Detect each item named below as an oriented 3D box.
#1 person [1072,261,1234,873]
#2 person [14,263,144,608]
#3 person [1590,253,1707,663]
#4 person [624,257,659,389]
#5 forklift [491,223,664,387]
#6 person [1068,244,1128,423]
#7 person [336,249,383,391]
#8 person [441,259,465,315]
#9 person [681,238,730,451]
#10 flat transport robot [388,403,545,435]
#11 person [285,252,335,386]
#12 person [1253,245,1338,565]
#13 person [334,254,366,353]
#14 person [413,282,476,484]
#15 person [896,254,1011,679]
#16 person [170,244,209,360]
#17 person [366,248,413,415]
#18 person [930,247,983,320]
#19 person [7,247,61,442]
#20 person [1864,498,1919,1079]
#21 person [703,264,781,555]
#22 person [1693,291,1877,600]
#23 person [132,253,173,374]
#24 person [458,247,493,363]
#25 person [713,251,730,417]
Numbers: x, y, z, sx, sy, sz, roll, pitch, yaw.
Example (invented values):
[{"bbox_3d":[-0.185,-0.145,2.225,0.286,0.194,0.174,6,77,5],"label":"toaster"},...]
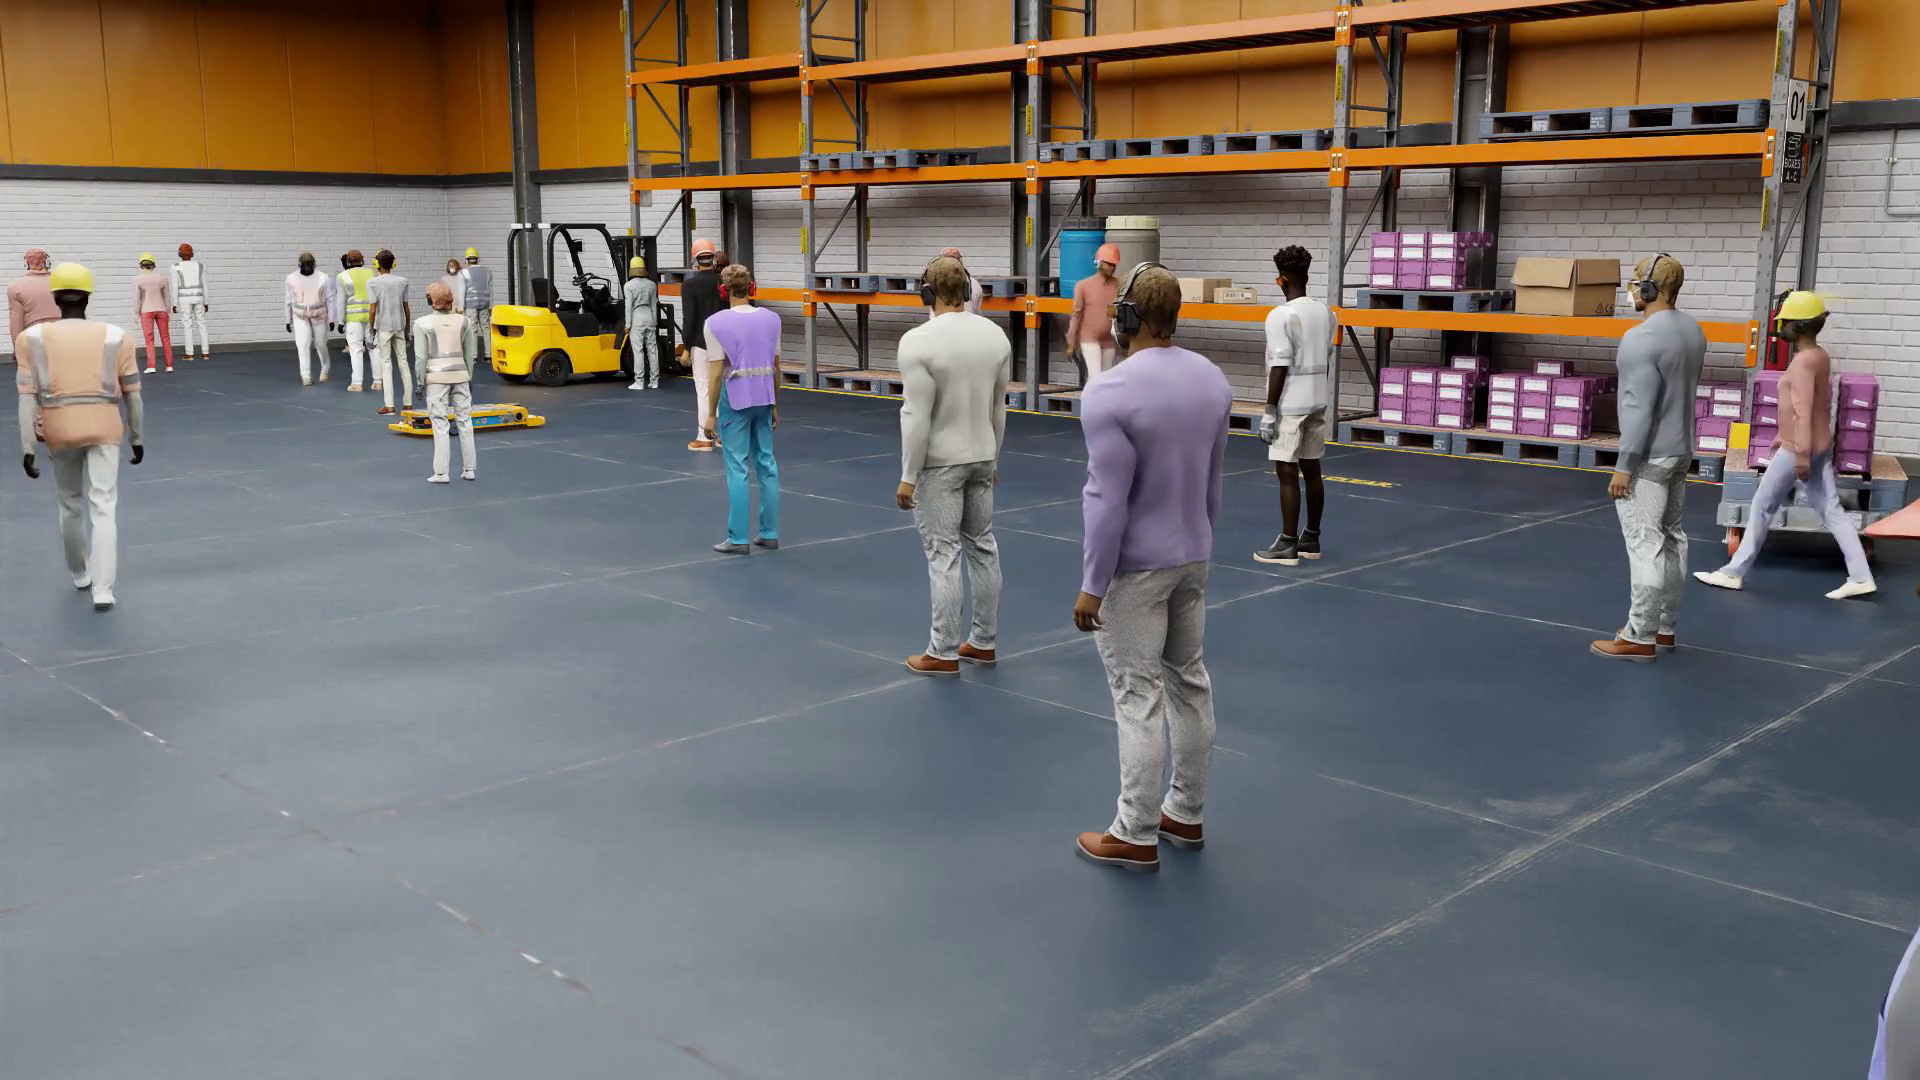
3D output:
[{"bbox_3d":[0.600,0.093,5.315,0.628,1.940,0.377,-9,14,-42],"label":"person"},{"bbox_3d":[-4.848,-0.587,9.215,0.608,1.869,1.000,-5,12,-25],"label":"person"},{"bbox_3d":[3.284,-0.384,7.915,0.628,1.940,0.377,-9,14,-42],"label":"person"},{"bbox_3d":[-4.220,-2.858,21.954,0.485,1.739,0.313,-9,14,-42],"label":"person"},{"bbox_3d":[-5.316,-3.263,22.920,2.313,2.155,1.214,-10,14,-44],"label":"forklift"},{"bbox_3d":[1.394,-2.052,17.018,0.660,1.950,0.936,-4,11,-20],"label":"person"},{"bbox_3d":[-7.814,-2.853,21.661,0.622,1.840,0.430,-9,14,-42],"label":"person"},{"bbox_3d":[-8.633,-4.008,28.541,0.503,1.624,0.371,1,10,7],"label":"person"},{"bbox_3d":[-2.370,-1.831,15.669,0.611,1.990,0.392,-9,14,-42],"label":"person"},{"bbox_3d":[-5.111,-1.264,17.264,1.431,0.197,0.652,-10,14,-44],"label":"flat transport robot"},{"bbox_3d":[-8.873,-3.031,22.743,0.642,1.807,0.918,-3,11,-16],"label":"person"},{"bbox_3d":[2.062,-0.825,10.257,0.605,1.962,0.373,-9,14,-42],"label":"person"},{"bbox_3d":[-10.473,-4.053,28.581,0.533,1.697,0.322,-9,14,-42],"label":"person"},{"bbox_3d":[-4.205,-1.277,13.597,0.514,1.642,0.314,-9,14,-42],"label":"person"},{"bbox_3d":[-0.040,-0.328,7.624,0.628,1.936,0.377,-9,14,-42],"label":"person"},{"bbox_3d":[-12.488,-3.854,26.992,0.574,1.883,0.360,-9,14,-42],"label":"person"},{"bbox_3d":[-6.466,-2.346,18.830,0.521,1.862,0.334,-9,14,-42],"label":"person"},{"bbox_3d":[-0.082,-1.872,16.130,0.640,1.904,0.401,-9,14,-42],"label":"person"},{"bbox_3d":[-9.005,-1.919,16.392,0.640,1.904,0.401,-9,14,-42],"label":"person"},{"bbox_3d":[0.933,0.796,1.484,0.544,1.939,0.372,-9,14,-42],"label":"person"},{"bbox_3d":[-1.367,-0.820,10.567,0.562,1.839,0.395,-9,14,-42],"label":"person"},{"bbox_3d":[4.695,-0.520,9.270,0.929,1.720,0.538,9,14,41],"label":"person"},{"bbox_3d":[-11.865,-3.325,24.436,0.524,1.764,0.329,-9,14,-42],"label":"person"},{"bbox_3d":[-7.681,-3.710,26.359,0.589,1.827,0.404,-9,14,-42],"label":"person"},{"bbox_3d":[-2.669,-2.299,18.626,0.622,1.845,0.430,-9,14,-42],"label":"person"}]
